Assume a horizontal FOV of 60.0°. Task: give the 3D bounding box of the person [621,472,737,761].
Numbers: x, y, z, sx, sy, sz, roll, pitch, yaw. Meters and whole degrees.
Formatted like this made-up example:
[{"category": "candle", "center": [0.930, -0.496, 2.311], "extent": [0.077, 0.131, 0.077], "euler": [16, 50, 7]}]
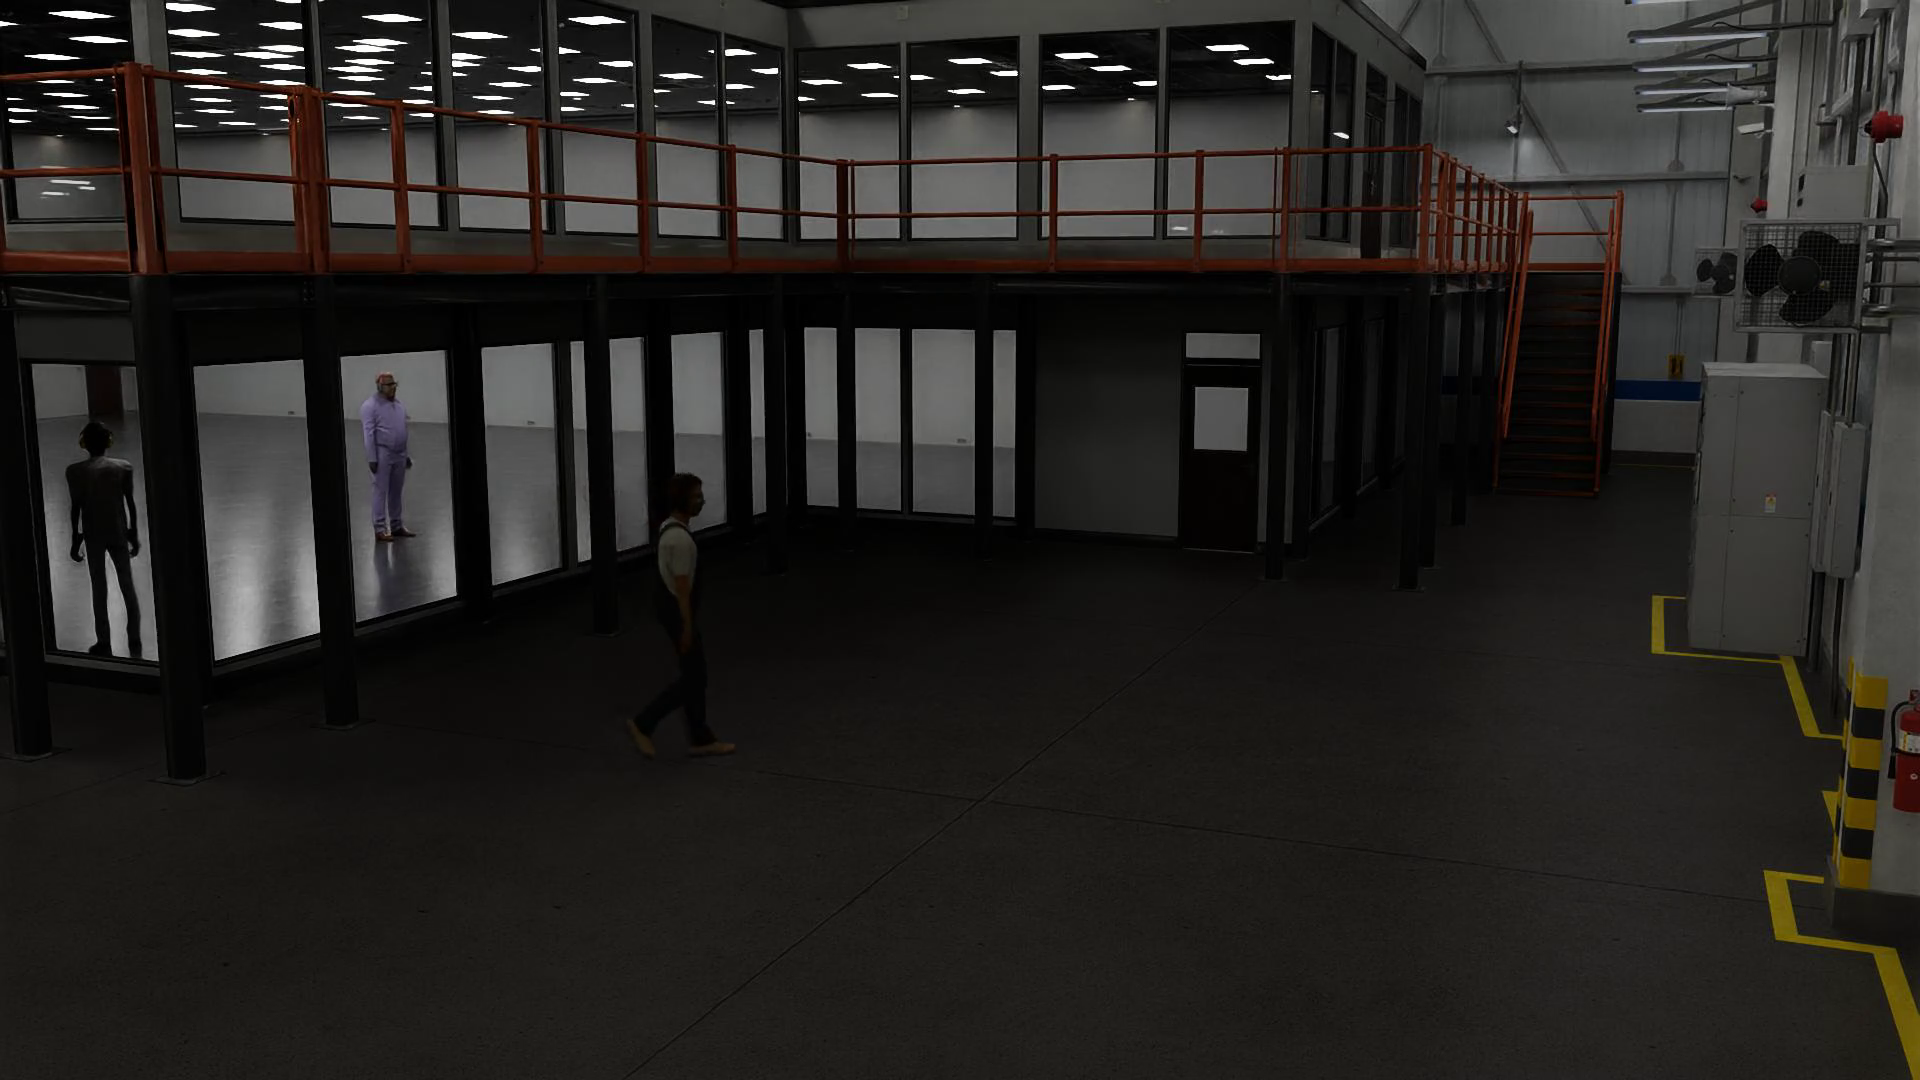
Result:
[{"category": "person", "center": [-1.742, 0.490, 10.285], "extent": [0.661, 1.830, 0.536], "euler": [-3, 10, -17]}]
